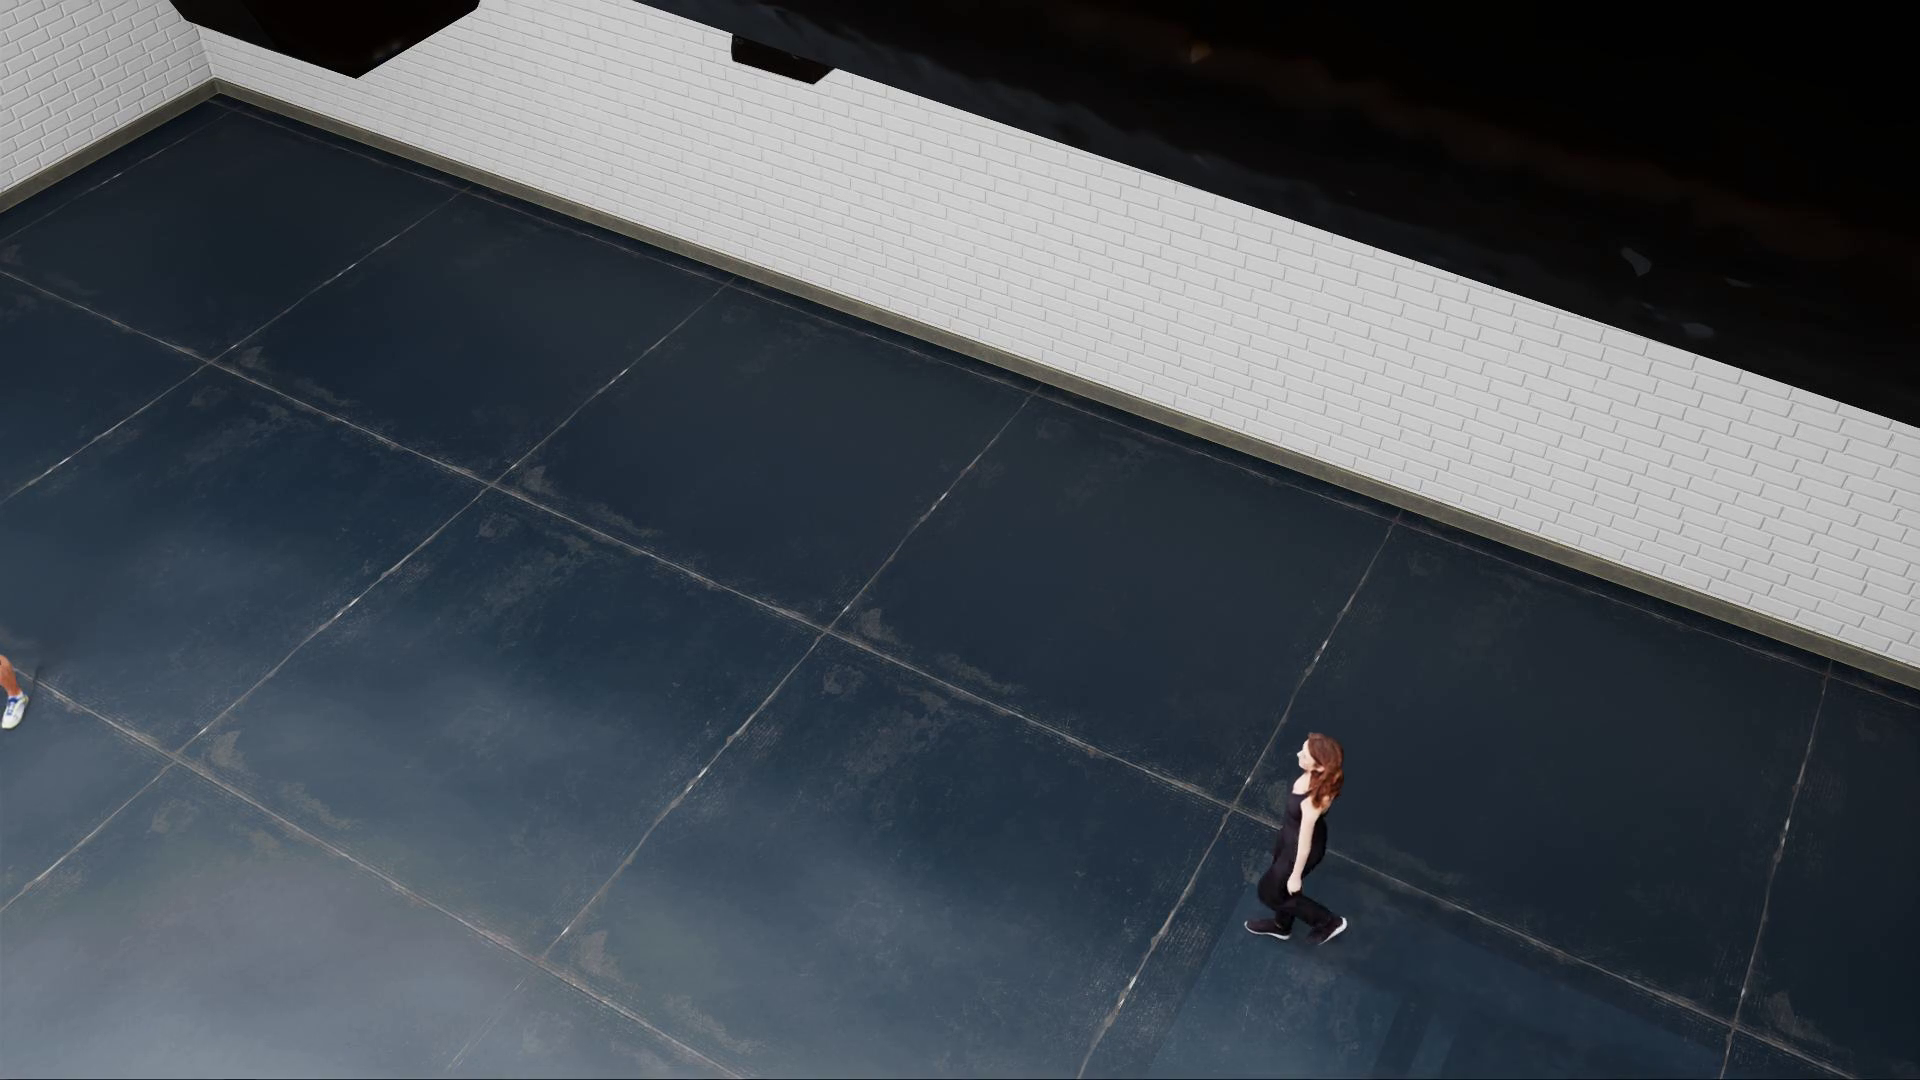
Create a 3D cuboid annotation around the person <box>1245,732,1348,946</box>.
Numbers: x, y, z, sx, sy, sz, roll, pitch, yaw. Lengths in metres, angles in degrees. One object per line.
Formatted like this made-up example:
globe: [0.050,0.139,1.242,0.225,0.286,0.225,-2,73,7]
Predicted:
person: [1.933,1.669,9.009,0.808,1.739,0.807,7,44,7]
